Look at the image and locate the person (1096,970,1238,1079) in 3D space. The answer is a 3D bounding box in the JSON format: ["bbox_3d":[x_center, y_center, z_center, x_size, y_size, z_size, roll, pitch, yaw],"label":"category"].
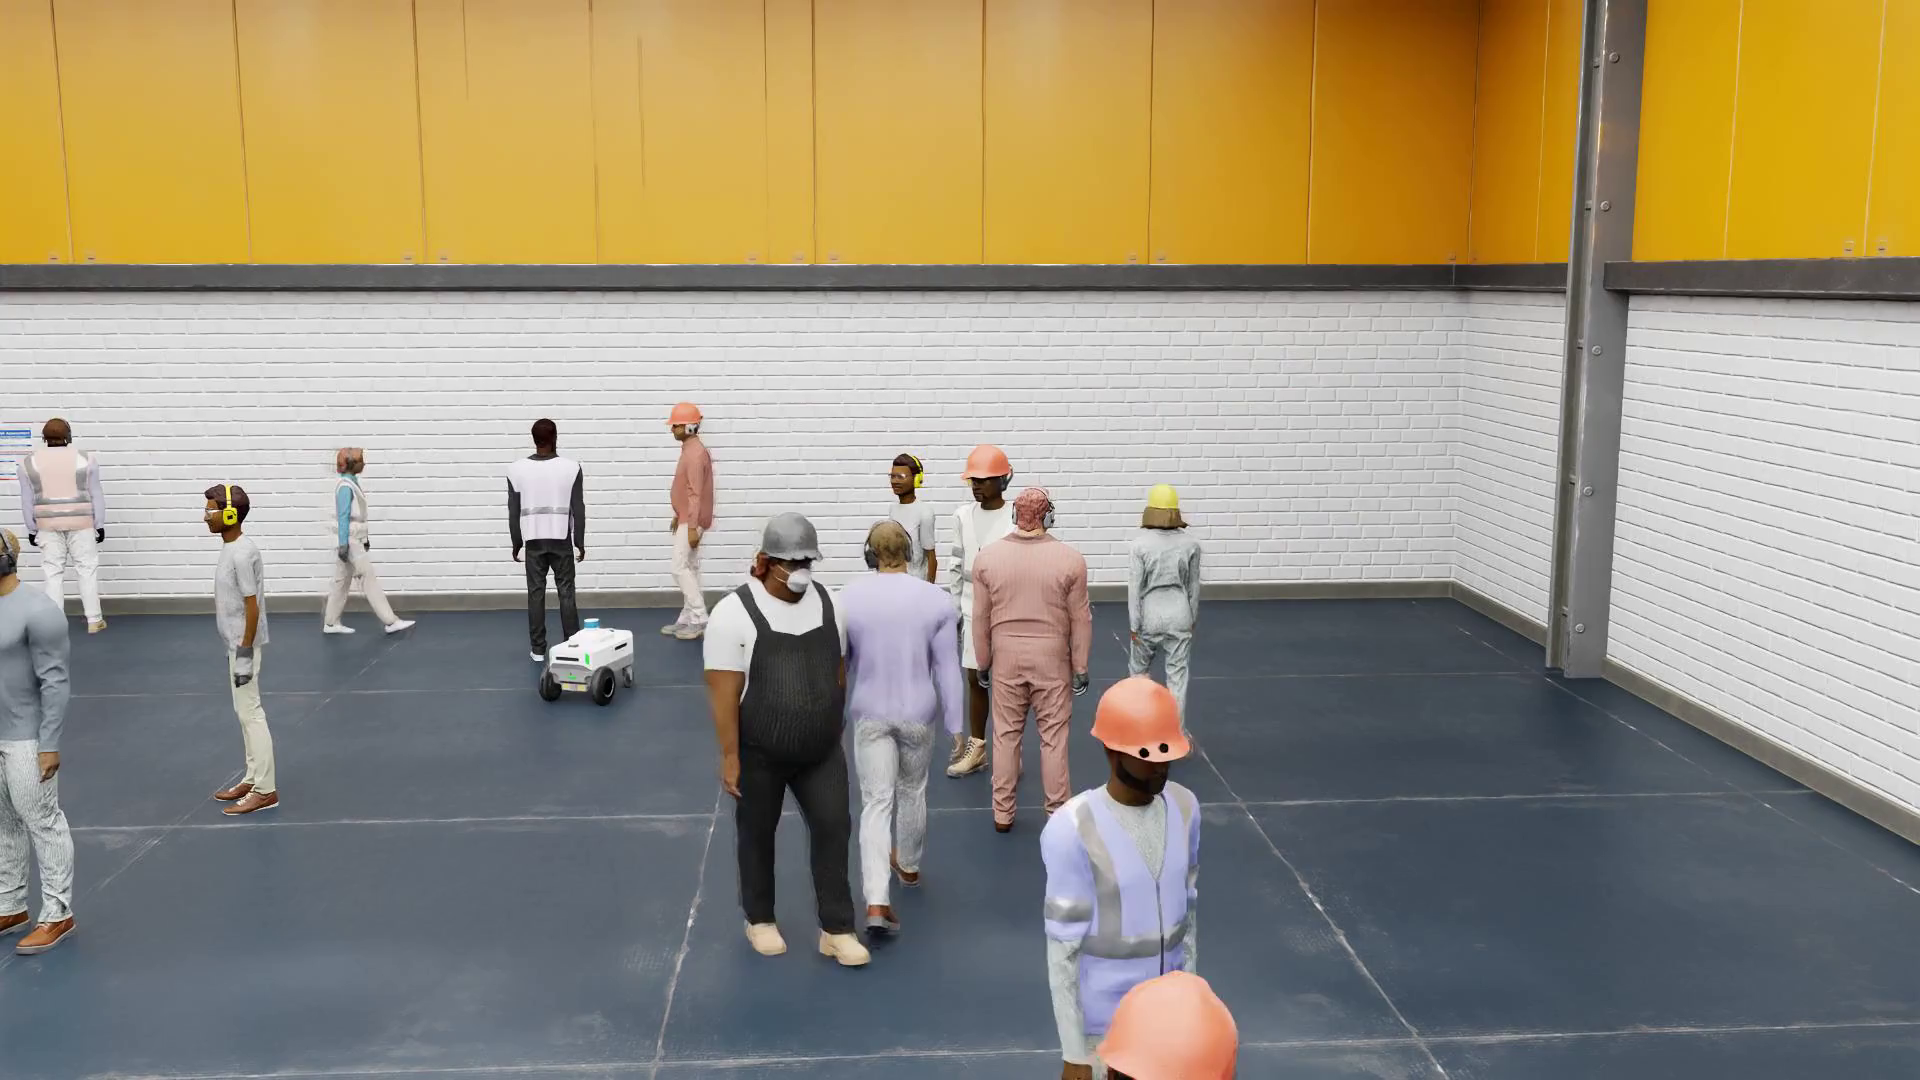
[{"bbox_3d":[0.290,1.666,2.751,0.559,1.881,0.716,-4,10,-23],"label":"person"}]

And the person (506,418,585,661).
[{"bbox_3d":[-3.244,0.006,13.081,0.590,1.913,0.396,-1,9,-7],"label":"person"}]

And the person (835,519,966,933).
[{"bbox_3d":[-0.309,0.860,7.853,0.673,1.887,1.034,-1,9,-5],"label":"person"}]

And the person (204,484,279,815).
[{"bbox_3d":[-4.091,0.611,9.418,0.323,1.871,0.530,-5,10,-29],"label":"person"}]

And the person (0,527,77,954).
[{"bbox_3d":[-4.270,0.886,7.476,0.632,1.940,0.372,3,10,18],"label":"person"}]

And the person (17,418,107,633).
[{"bbox_3d":[-7.549,-0.112,14.050,0.634,1.843,0.429,-4,10,-23],"label":"person"}]

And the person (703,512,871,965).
[{"bbox_3d":[-0.731,0.871,7.250,0.698,2.000,0.804,-5,10,-29],"label":"person"}]

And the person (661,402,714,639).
[{"bbox_3d":[-2.284,-0.165,13.914,0.457,1.988,0.641,-1,9,-7],"label":"person"}]

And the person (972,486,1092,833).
[{"bbox_3d":[0.396,0.655,9.024,0.651,1.906,0.409,2,9,13],"label":"person"}]

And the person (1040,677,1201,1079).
[{"bbox_3d":[0.494,1.328,4.731,0.570,1.930,0.390,-6,11,-35],"label":"person"}]

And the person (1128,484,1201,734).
[{"bbox_3d":[1.272,0.498,10.586,0.494,1.725,0.693,-1,9,-6],"label":"person"}]

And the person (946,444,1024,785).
[{"bbox_3d":[0.179,0.448,9.898,0.611,2.042,0.396,7,11,36],"label":"person"}]

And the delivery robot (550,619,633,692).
[{"bbox_3d":[-2.649,0.810,11.984,0.477,0.478,0.707,3,9,16],"label":"delivery robot"}]

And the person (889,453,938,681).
[{"bbox_3d":[-0.359,0.362,10.975,0.319,1.872,0.532,-6,11,-35],"label":"person"}]

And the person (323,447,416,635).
[{"bbox_3d":[-5.029,0.017,13.997,0.771,1.600,0.540,-3,9,-16],"label":"person"}]
